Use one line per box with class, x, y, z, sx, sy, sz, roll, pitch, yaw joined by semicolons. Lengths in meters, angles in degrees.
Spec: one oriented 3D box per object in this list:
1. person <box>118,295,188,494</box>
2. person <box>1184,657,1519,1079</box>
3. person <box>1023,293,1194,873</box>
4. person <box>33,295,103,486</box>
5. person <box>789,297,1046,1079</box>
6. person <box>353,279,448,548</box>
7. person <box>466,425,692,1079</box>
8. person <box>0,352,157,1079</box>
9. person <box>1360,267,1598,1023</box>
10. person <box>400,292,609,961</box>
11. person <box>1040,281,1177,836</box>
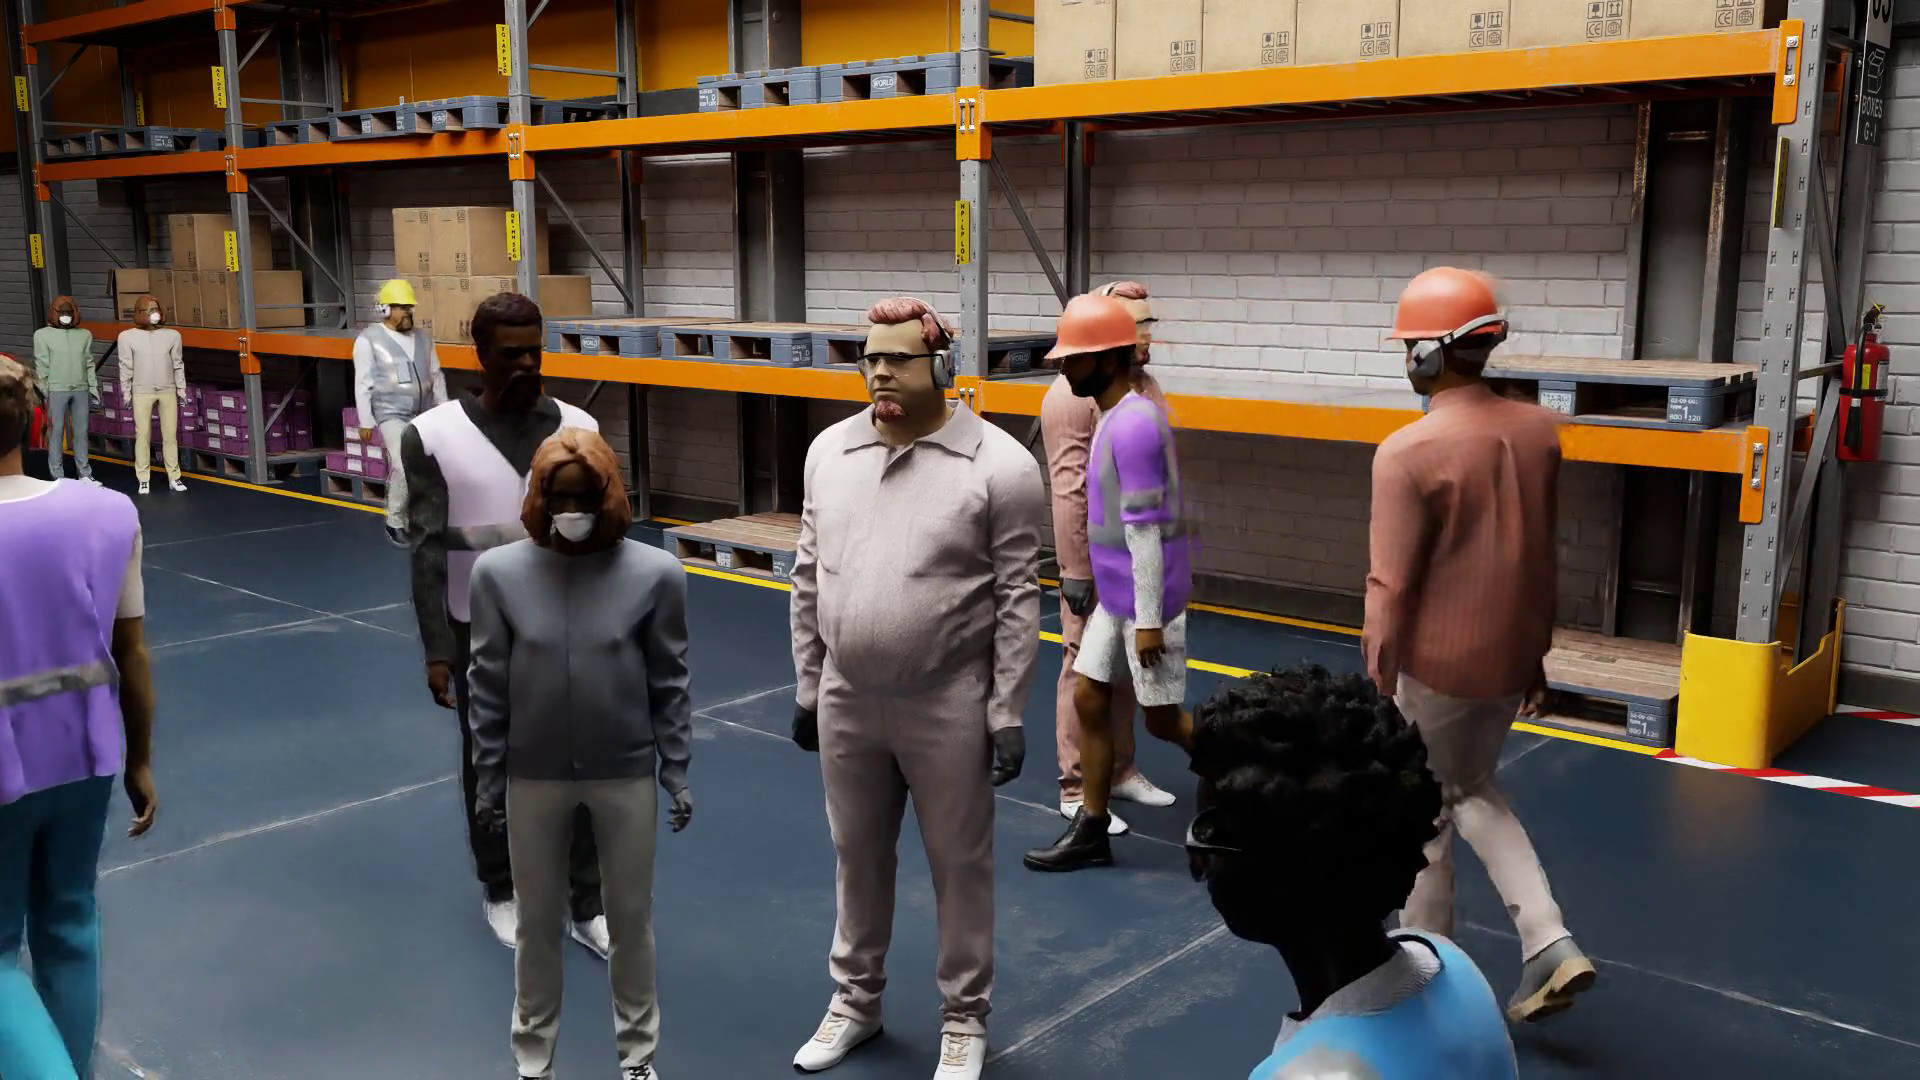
person;-6.665;-1.200;13.766;0.507;1.633;0.268;-8;13;-38
person;0.403;0.935;1.600;0.732;1.646;0.543;7;12;33
person;0.666;0.157;5.331;0.862;1.896;0.548;-1;10;-7
person;-7.491;-1.237;13.982;0.278;1.633;0.498;7;12;34
person;-0.132;0.380;3.995;0.639;1.911;0.406;4;11;22
person;-3.737;-0.844;11.240;0.488;1.815;0.596;6;12;32
person;-0.863;0.549;3.811;0.498;1.633;0.282;-1;10;-8
person;-1.936;0.514;3.471;0.690;1.827;0.566;8;13;39
person;1.284;0.313;4.178;0.630;1.976;0.586;-6;12;-31
person;-1.213;0.270;4.659;0.602;1.897;0.714;-7;12;-34
person;0.556;0.055;5.850;0.409;1.909;0.643;7;12;34
